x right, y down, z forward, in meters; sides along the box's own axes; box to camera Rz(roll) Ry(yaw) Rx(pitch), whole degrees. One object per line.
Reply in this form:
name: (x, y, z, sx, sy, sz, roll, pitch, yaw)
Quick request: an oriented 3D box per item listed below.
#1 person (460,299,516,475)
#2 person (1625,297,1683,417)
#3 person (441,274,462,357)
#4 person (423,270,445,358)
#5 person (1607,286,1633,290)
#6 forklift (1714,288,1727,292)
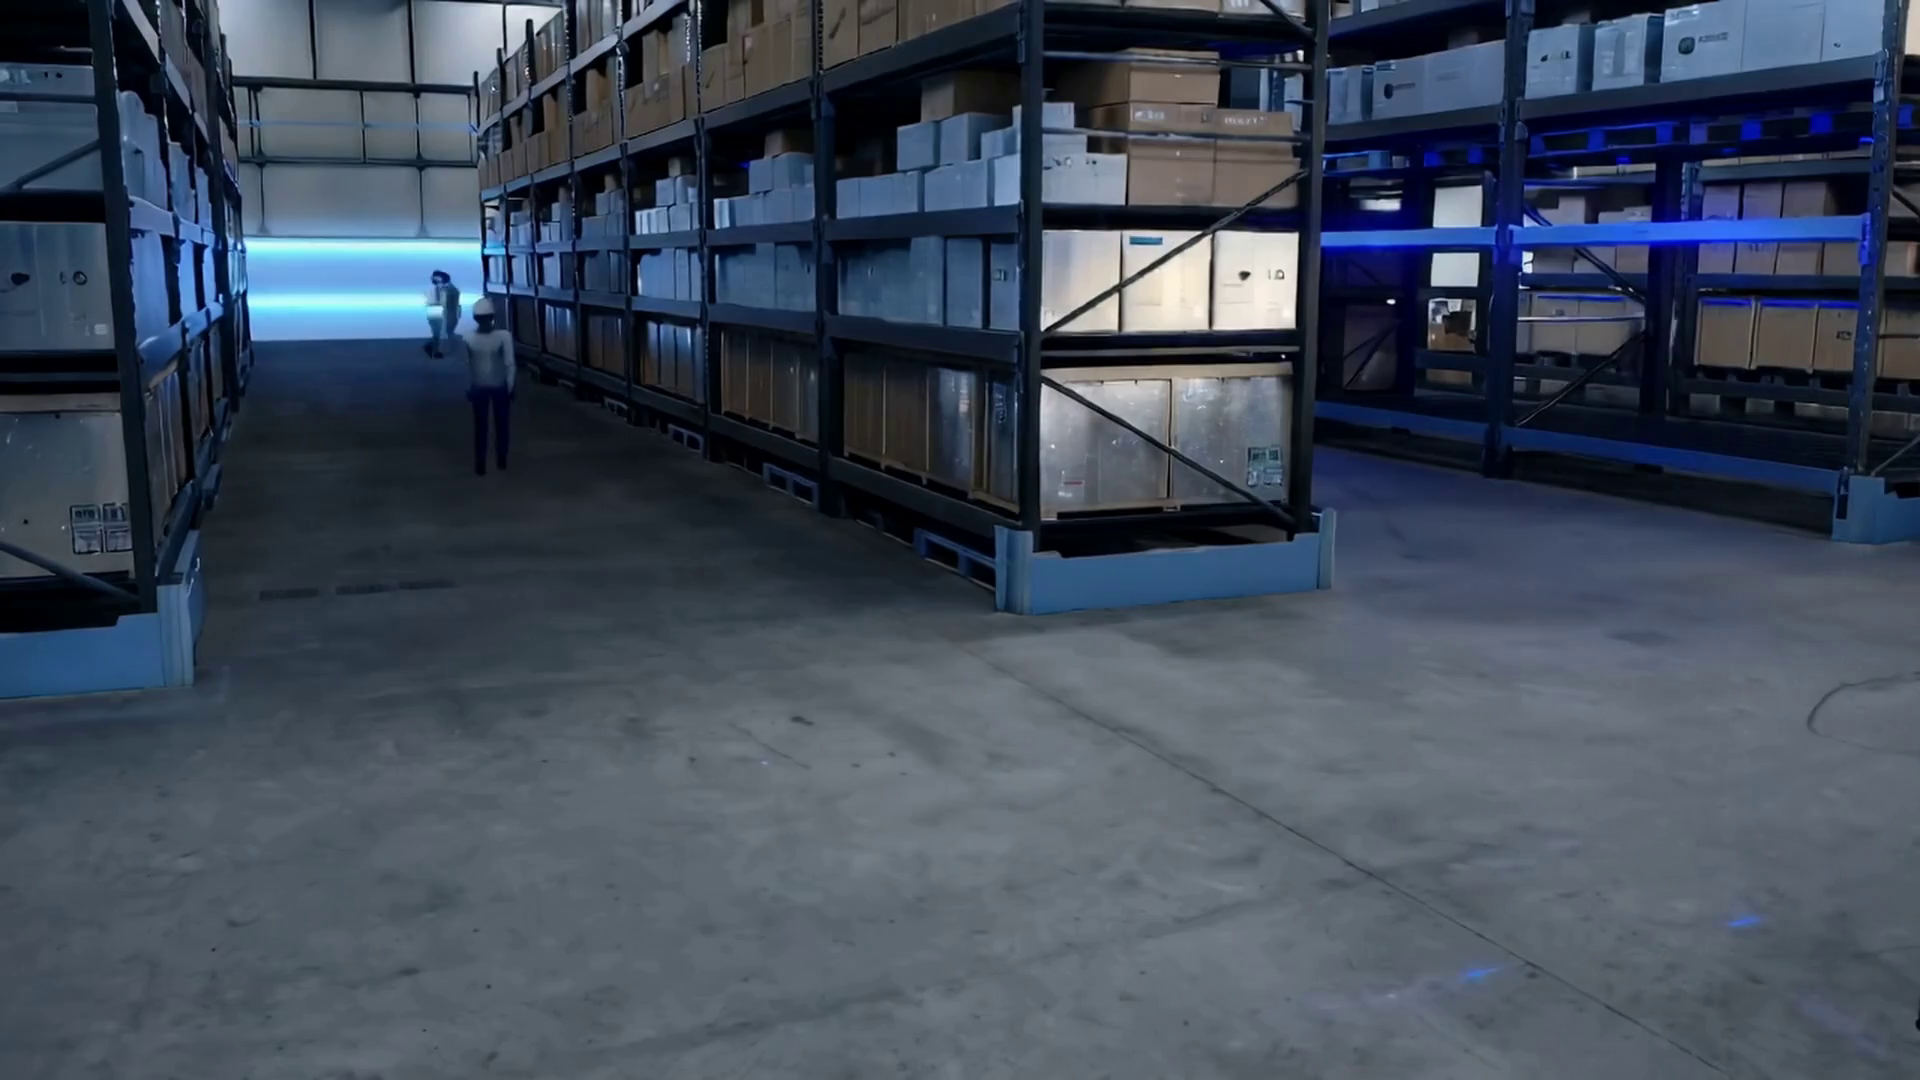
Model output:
person: (-4.649, -1.516, 16.435, 0.529, 1.711, 0.945, -2, 10, -12)
person: (7.496, -1.787, 17.758, 0.594, 1.804, 0.907, -4, 10, -24)
person: (-11.339, -4.938, 36.651, 0.743, 1.806, 0.623, 3, 10, 15)
person: (-11.404, -4.872, 35.964, 0.545, 1.911, 0.631, 4, 10, 21)
person: (13.729, -4.661, 34.598, 0.409, 1.943, 0.609, -8, 13, -41)
forklift: (12.858, -3.944, 27.489, 1.129, 2.768, 1.873, -4, 10, -22)
